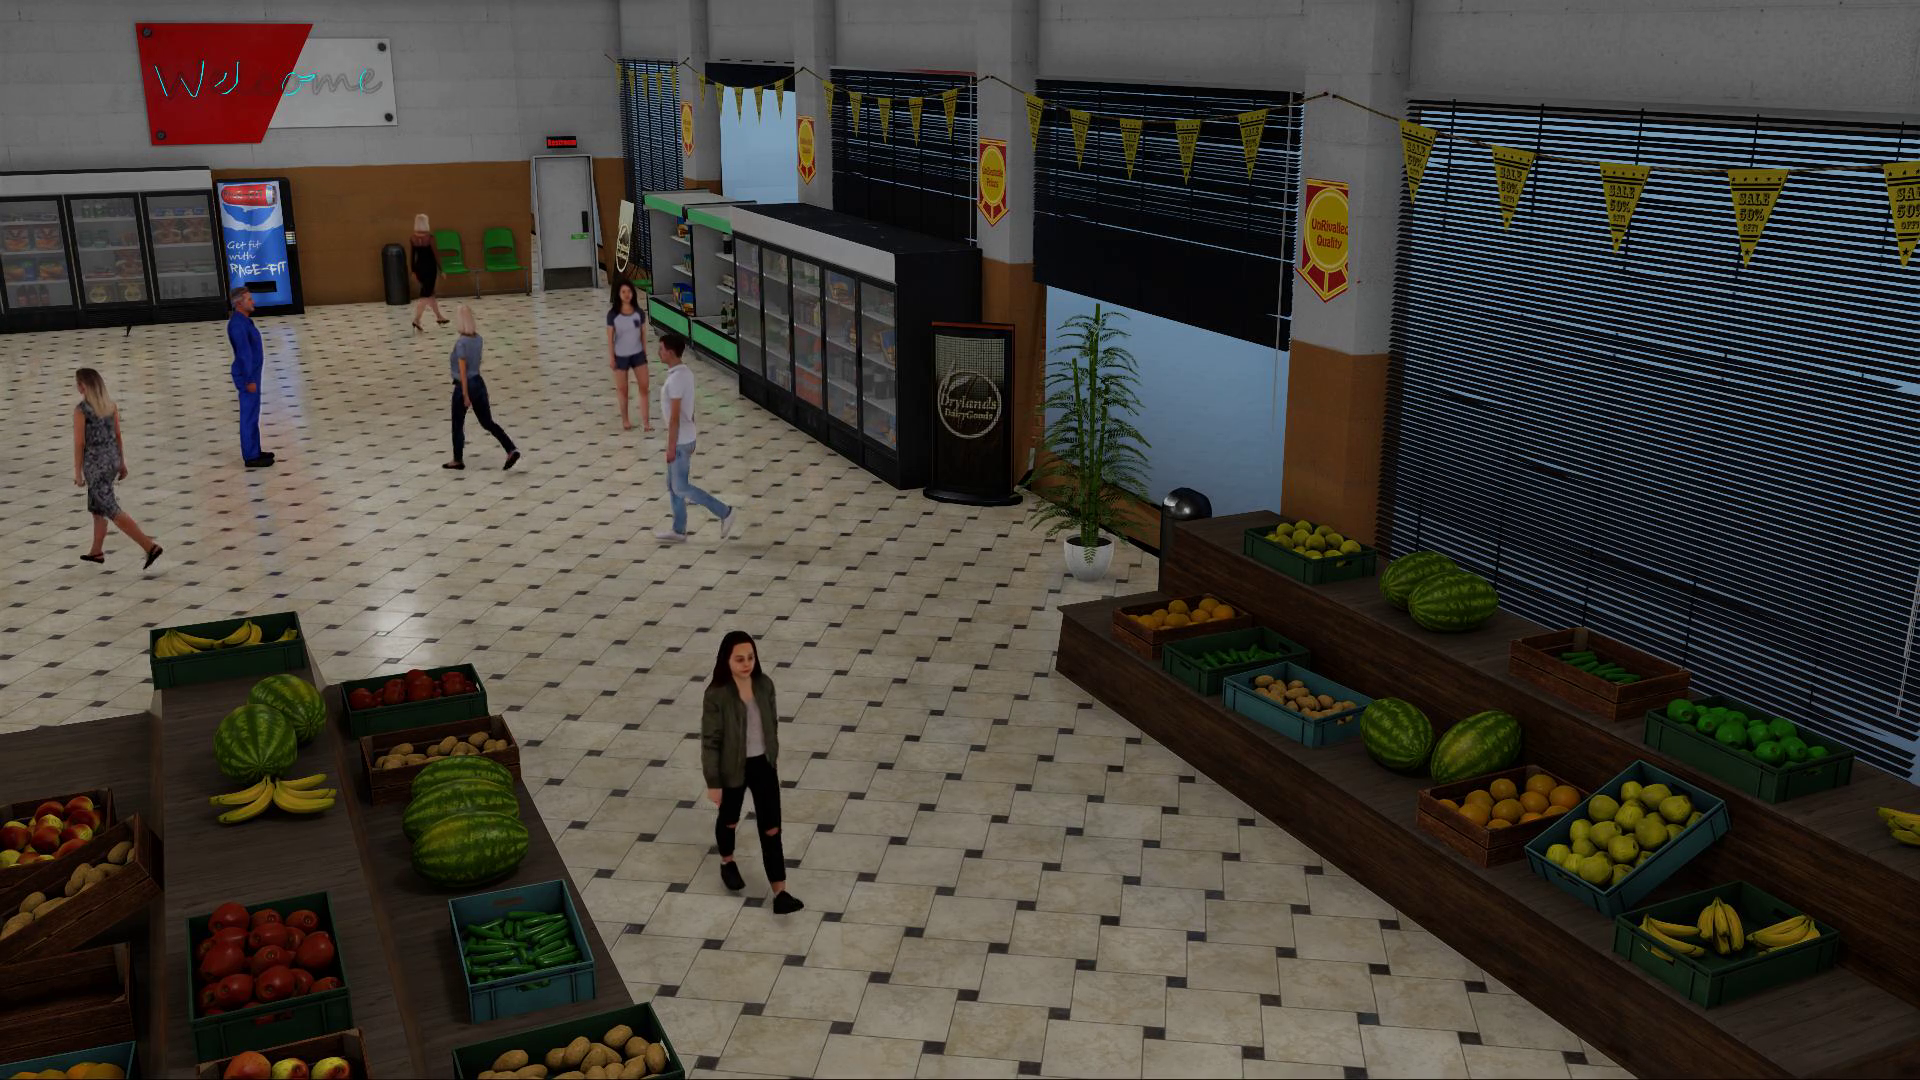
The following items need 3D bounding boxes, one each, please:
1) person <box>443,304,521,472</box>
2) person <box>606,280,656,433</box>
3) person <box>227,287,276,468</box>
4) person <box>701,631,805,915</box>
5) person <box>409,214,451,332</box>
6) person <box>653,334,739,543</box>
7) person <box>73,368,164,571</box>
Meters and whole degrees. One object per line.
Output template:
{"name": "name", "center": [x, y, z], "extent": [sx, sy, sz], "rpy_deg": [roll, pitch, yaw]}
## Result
{"name": "person", "center": [-4.816, -1.486, 16.654], "extent": [1.130, 1.689, 1.073], "rpy_deg": [6, 18, 19]}
{"name": "person", "center": [-3.709, -2.048, 18.519], "extent": [0.600, 1.681, 0.909], "rpy_deg": [-8, 18, -24]}
{"name": "person", "center": [-7.321, -1.684, 17.065], "extent": [0.794, 1.829, 0.520], "rpy_deg": [-6, 18, -18]}
{"name": "person", "center": [-1.126, 1.152, 8.401], "extent": [0.679, 1.437, 0.986], "rpy_deg": [-10, 20, -30]}
{"name": "person", "center": [-7.964, -3.920, 24.646], "extent": [1.073, 1.702, 1.087], "rpy_deg": [7, 18, 22]}
{"name": "person", "center": [-2.303, -0.836, 14.267], "extent": [0.945, 1.831, 1.036], "rpy_deg": [-1, 17, -2]}
{"name": "person", "center": [-6.931, -0.542, 13.585], "extent": [1.137, 1.666, 1.103], "rpy_deg": [5, 18, 17]}
